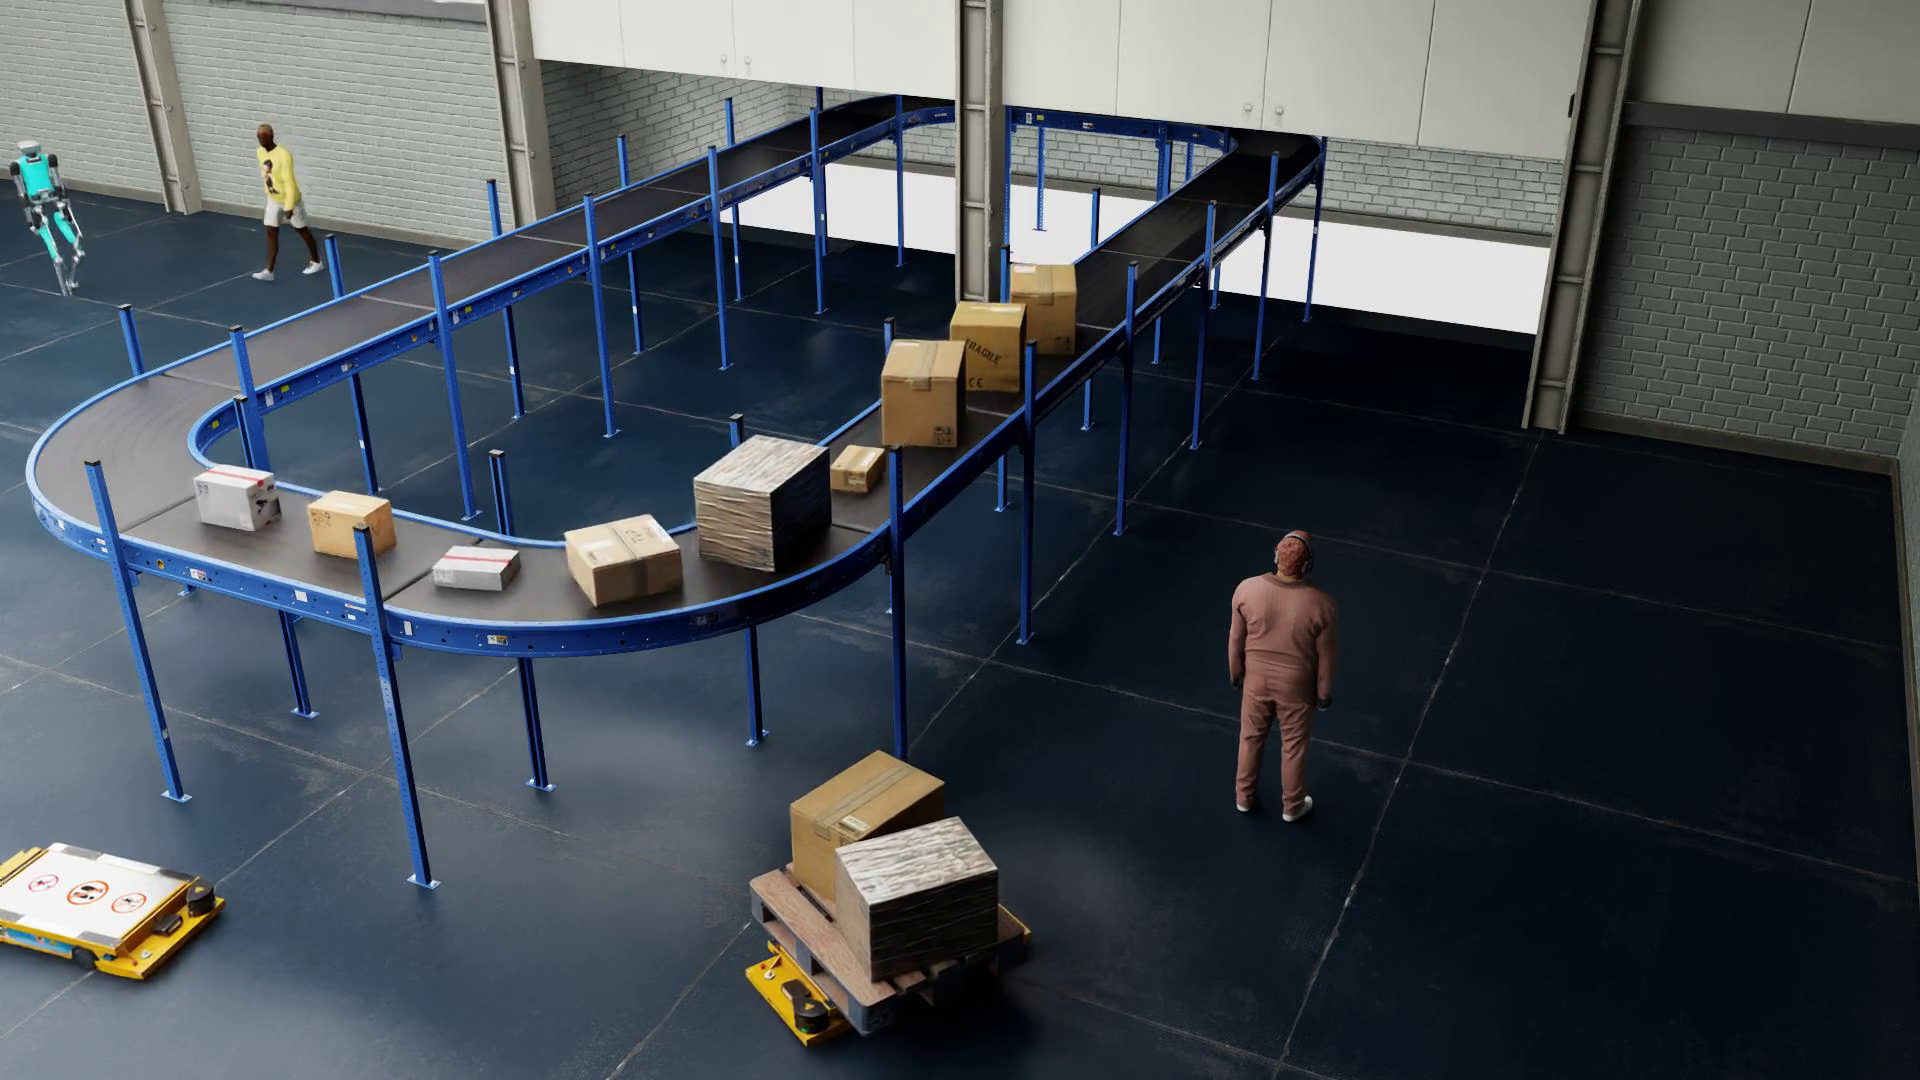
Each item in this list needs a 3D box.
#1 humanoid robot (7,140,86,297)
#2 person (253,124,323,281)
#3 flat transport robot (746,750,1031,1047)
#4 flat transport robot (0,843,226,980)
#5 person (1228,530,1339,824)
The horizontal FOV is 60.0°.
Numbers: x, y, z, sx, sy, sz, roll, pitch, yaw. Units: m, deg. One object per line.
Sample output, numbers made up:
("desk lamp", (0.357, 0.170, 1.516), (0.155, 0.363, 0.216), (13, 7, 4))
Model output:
("humanoid robot", (-10.475, -3.645, 19.297), (0.763, 1.897, 0.545), (22, 34, 37))
("person", (-8.099, -4.000, 19.759), (0.607, 1.847, 0.981), (11, 28, 20))
("flat transport robot", (-0.386, 2.209, 9.024), (1.431, 0.231, 0.659), (-17, 31, -31))
("flat transport robot", (-4.943, 2.056, 9.334), (1.431, 0.231, 0.659), (8, 28, 16))
("person", (1.933, 0.821, 9.982), (0.651, 1.905, 0.406), (11, 29, 22))
